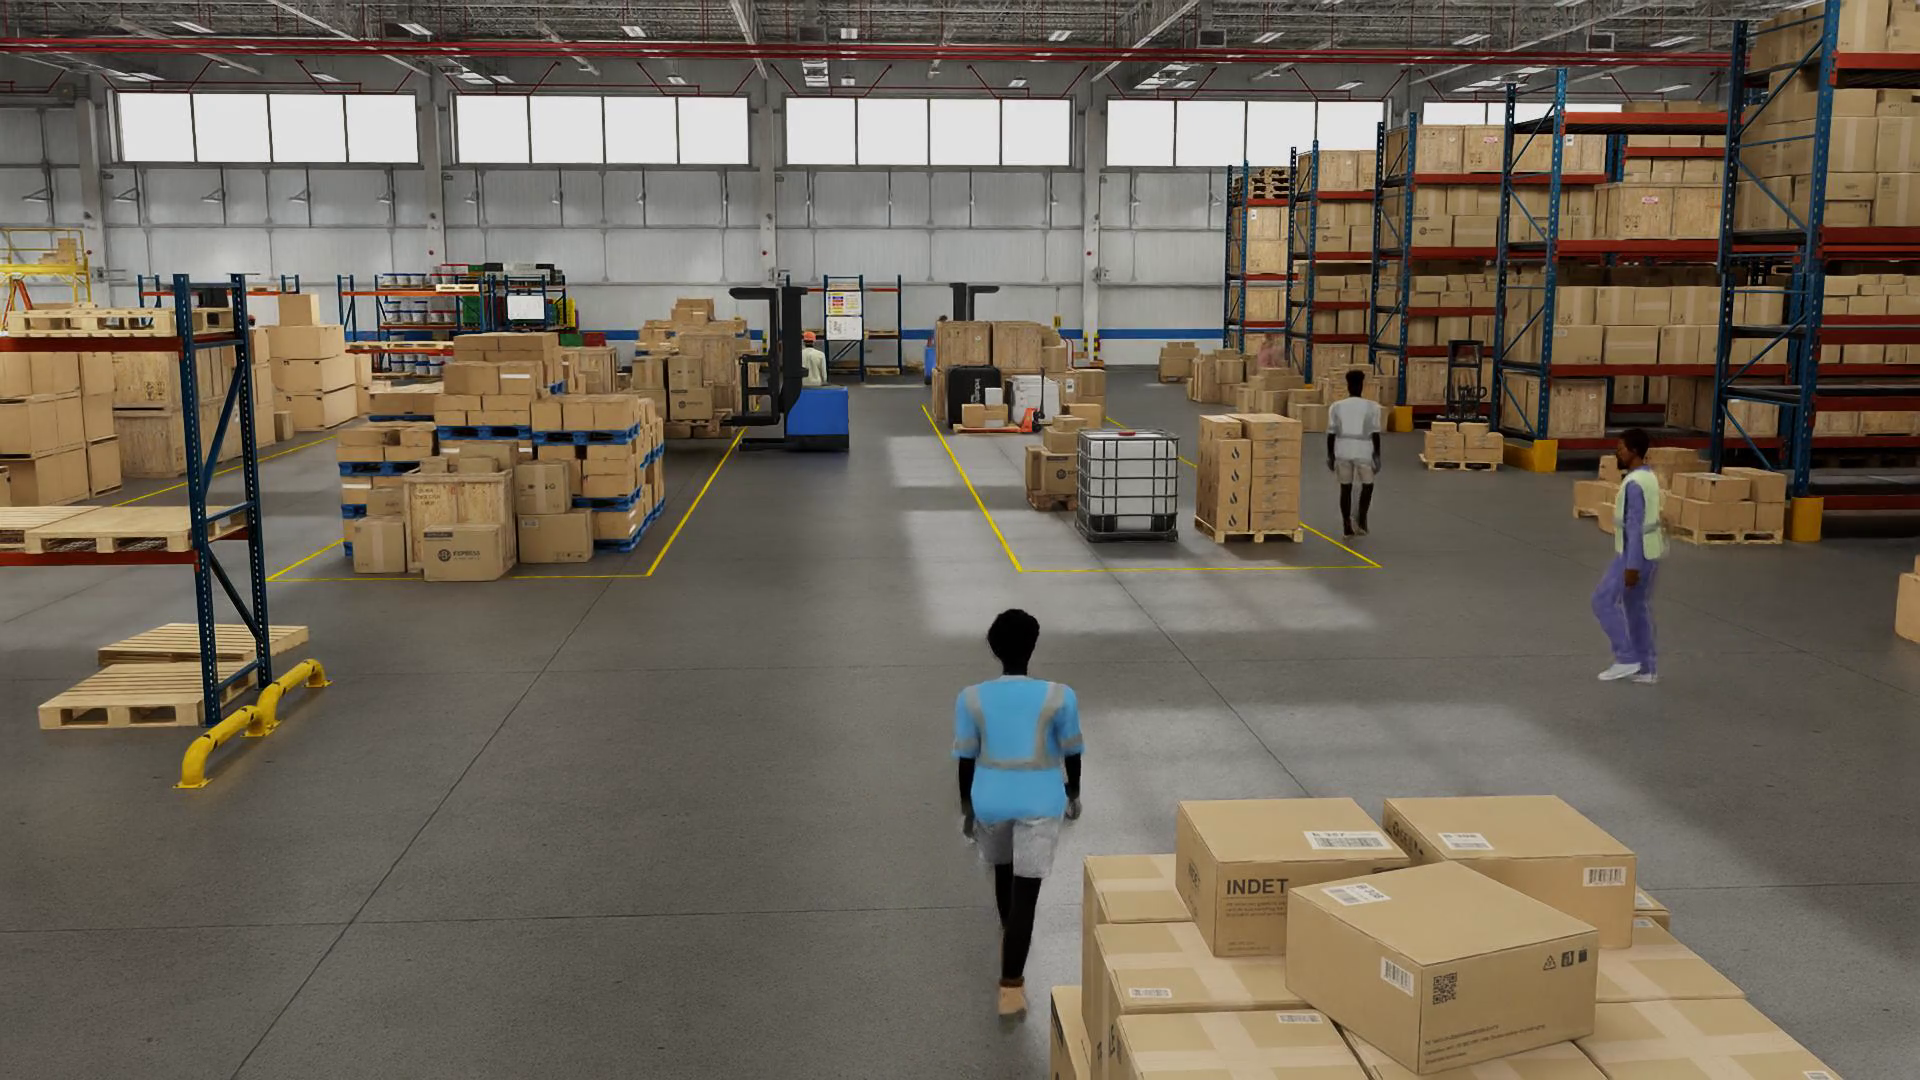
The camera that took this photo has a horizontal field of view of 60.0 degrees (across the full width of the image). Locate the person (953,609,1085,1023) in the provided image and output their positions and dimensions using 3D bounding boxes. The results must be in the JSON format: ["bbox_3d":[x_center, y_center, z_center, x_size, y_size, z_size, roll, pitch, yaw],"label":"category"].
[{"bbox_3d":[0.245,1.107,6.962,0.529,1.644,0.913,3,9,17],"label":"person"}]

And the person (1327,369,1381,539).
[{"bbox_3d":[4.535,-0.989,19.114,0.646,1.952,0.510,4,10,24],"label":"person"}]

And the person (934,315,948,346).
[{"bbox_3d":[-0.630,-5.467,47.391,0.672,1.914,0.659,1,9,3],"label":"person"}]

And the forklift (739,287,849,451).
[{"bbox_3d":[-2.857,-2.959,28.607,1.873,2.768,1.129,-1,9,-4],"label":"forklift"}]

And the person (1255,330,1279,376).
[{"bbox_3d":[6.384,-3.411,34.540,0.590,1.890,0.659,-4,10,-22],"label":"person"}]

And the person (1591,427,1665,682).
[{"bbox_3d":[4.942,0.118,12.331,0.509,1.901,0.631,5,10,29],"label":"person"}]

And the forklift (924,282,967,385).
[{"bbox_3d":[-0.025,-5.569,44.997,1.873,2.768,1.129,-1,9,-4],"label":"forklift"}]

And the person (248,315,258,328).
[{"bbox_3d":[-19.973,-5.423,47.119,0.653,1.904,0.598,2,9,15],"label":"person"}]

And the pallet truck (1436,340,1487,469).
[{"bbox_3d":[8.004,-2.170,26.422,0.823,1.965,1.885,2,9,14],"label":"pallet truck"}]

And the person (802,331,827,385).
[{"bbox_3d":[-2.760,-2.838,30.619,0.622,1.993,0.382,-1,9,-4],"label":"person"}]

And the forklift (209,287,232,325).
[{"bbox_3d":[-16.844,-4.453,37.990,1.873,2.768,1.129,-5,11,-30],"label":"forklift"}]
